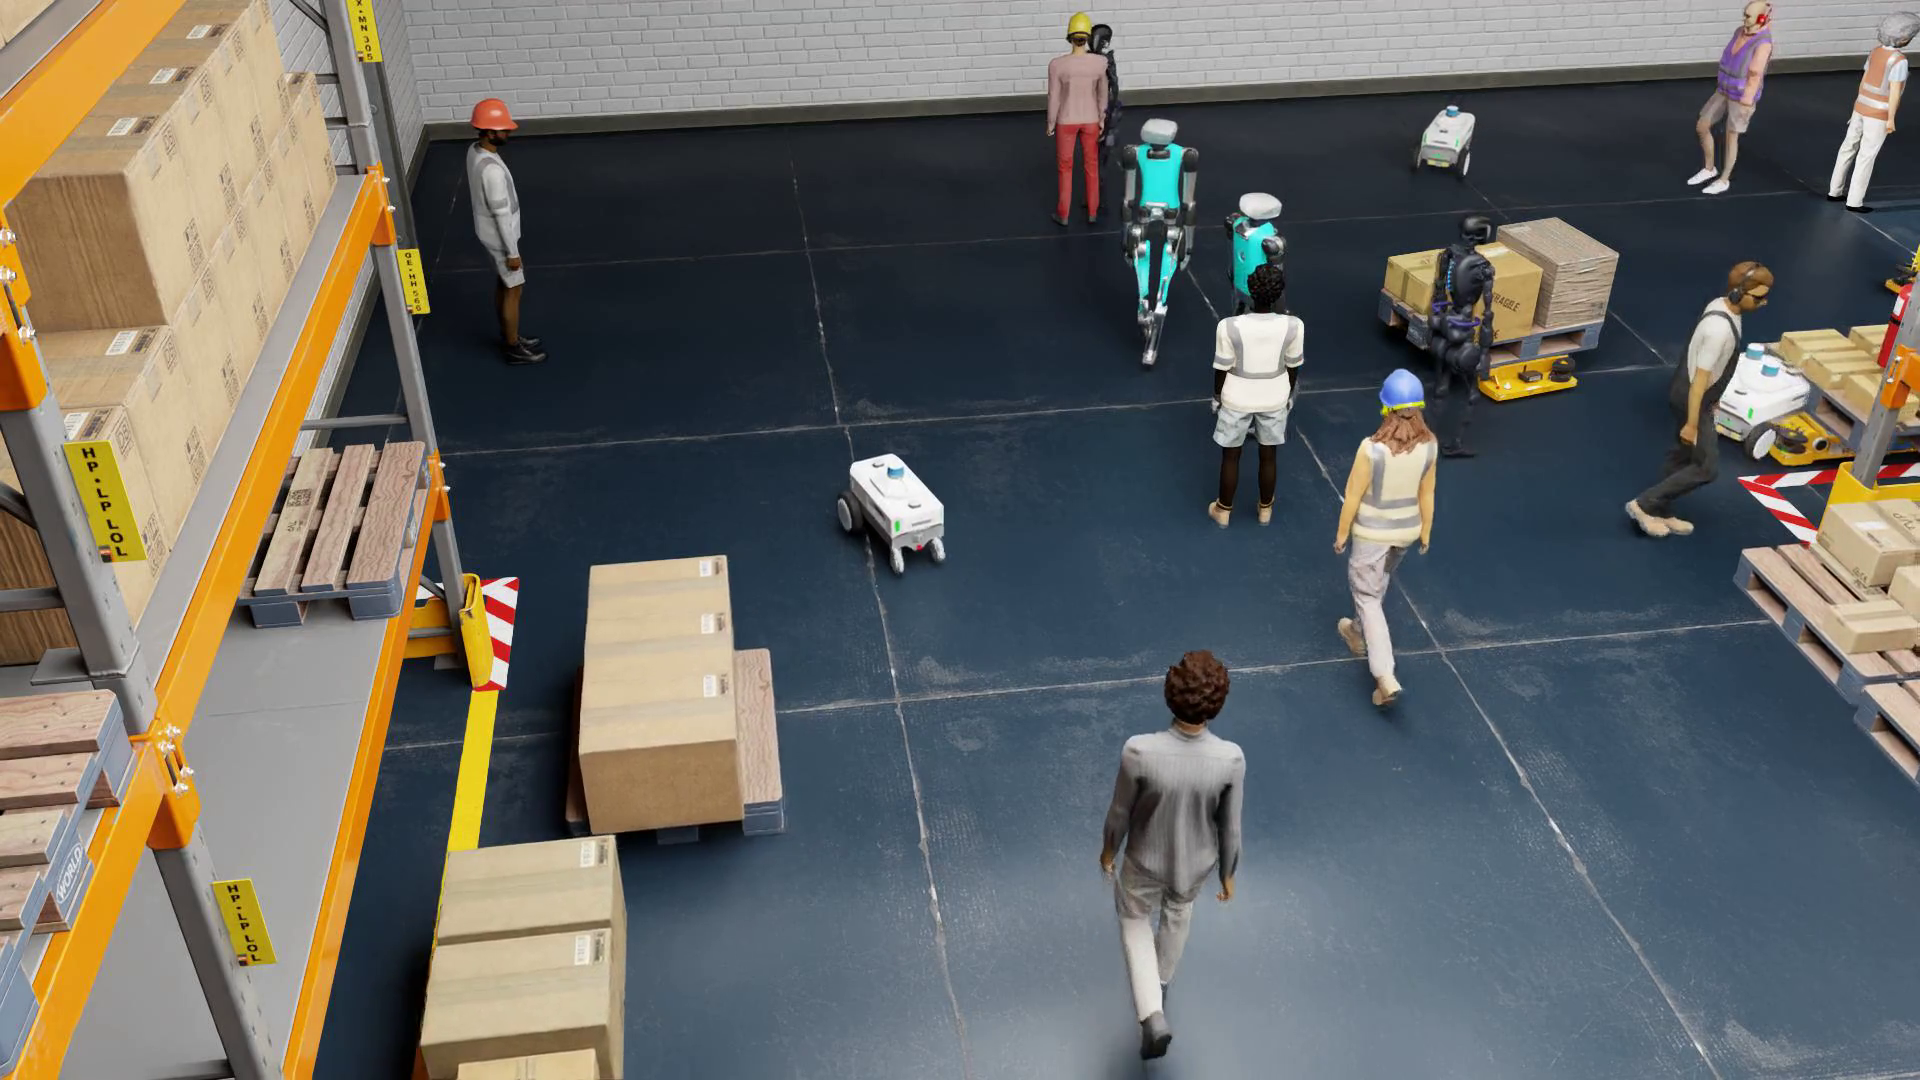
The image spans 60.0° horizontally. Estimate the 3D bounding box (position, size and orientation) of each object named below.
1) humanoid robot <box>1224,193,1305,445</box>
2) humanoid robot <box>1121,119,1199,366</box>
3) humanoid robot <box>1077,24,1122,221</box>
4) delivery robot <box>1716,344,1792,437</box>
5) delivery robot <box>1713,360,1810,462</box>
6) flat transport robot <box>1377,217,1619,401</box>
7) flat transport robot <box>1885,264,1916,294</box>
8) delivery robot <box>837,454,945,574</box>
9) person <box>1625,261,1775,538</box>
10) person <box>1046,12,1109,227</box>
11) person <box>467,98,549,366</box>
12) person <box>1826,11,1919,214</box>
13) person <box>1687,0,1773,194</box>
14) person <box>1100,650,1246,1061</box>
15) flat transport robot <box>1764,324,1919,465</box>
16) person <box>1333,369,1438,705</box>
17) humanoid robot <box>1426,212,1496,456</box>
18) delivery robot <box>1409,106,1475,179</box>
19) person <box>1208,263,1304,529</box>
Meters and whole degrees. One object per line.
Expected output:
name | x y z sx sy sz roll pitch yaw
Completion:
humanoid robot | 2.037 -1.353 10.659 0.767 1.881 0.530 -16 36 -22
humanoid robot | 1.342 -2.016 11.598 0.560 1.747 0.997 9 34 13
humanoid robot | 1.187 -3.511 13.946 0.363 1.644 0.601 -17 37 -24
delivery robot | 5.251 -1.026 11.169 0.798 0.601 0.499 -1 33 -2
delivery robot | 5.260 -0.888 10.961 0.799 0.605 0.499 -18 37 -26
flat transport robot | 3.760 -1.436 12.053 0.659 0.231 1.431 -11 35 -17
flat transport robot | 7.864 -1.785 12.588 0.659 0.231 1.431 -16 37 -23
delivery robot | -0.387 -0.207 9.907 0.499 0.594 0.778 -15 36 -22
person | 4.291 -0.775 9.613 0.394 1.824 0.545 14 36 21
person | 0.963 -3.476 13.808 0.524 1.768 0.328 -5 33 -8
person | -3.175 -2.134 11.613 0.382 1.924 0.546 -16 36 -23
person | 7.767 -3.626 14.108 0.315 1.686 0.446 -7 34 -10
person | 6.692 -3.821 14.410 0.460 1.677 0.529 -8 34 -12
person | 0.828 1.236 6.484 0.541 1.859 0.680 -2 33 -3
flat transport robot | 5.960 -0.779 11.047 1.431 0.231 0.659 -5 33 -7
person | 2.197 0.003 8.496 0.495 1.736 0.841 -6 34 -9
humanoid robot | 3.163 -1.305 10.562 0.332 1.654 0.600 -12 35 -17
delivery robot | 4.455 -3.665 15.199 0.499 0.586 0.772 15 36 22
person | 1.731 -0.832 9.819 0.534 1.696 0.318 -2 33 -3
